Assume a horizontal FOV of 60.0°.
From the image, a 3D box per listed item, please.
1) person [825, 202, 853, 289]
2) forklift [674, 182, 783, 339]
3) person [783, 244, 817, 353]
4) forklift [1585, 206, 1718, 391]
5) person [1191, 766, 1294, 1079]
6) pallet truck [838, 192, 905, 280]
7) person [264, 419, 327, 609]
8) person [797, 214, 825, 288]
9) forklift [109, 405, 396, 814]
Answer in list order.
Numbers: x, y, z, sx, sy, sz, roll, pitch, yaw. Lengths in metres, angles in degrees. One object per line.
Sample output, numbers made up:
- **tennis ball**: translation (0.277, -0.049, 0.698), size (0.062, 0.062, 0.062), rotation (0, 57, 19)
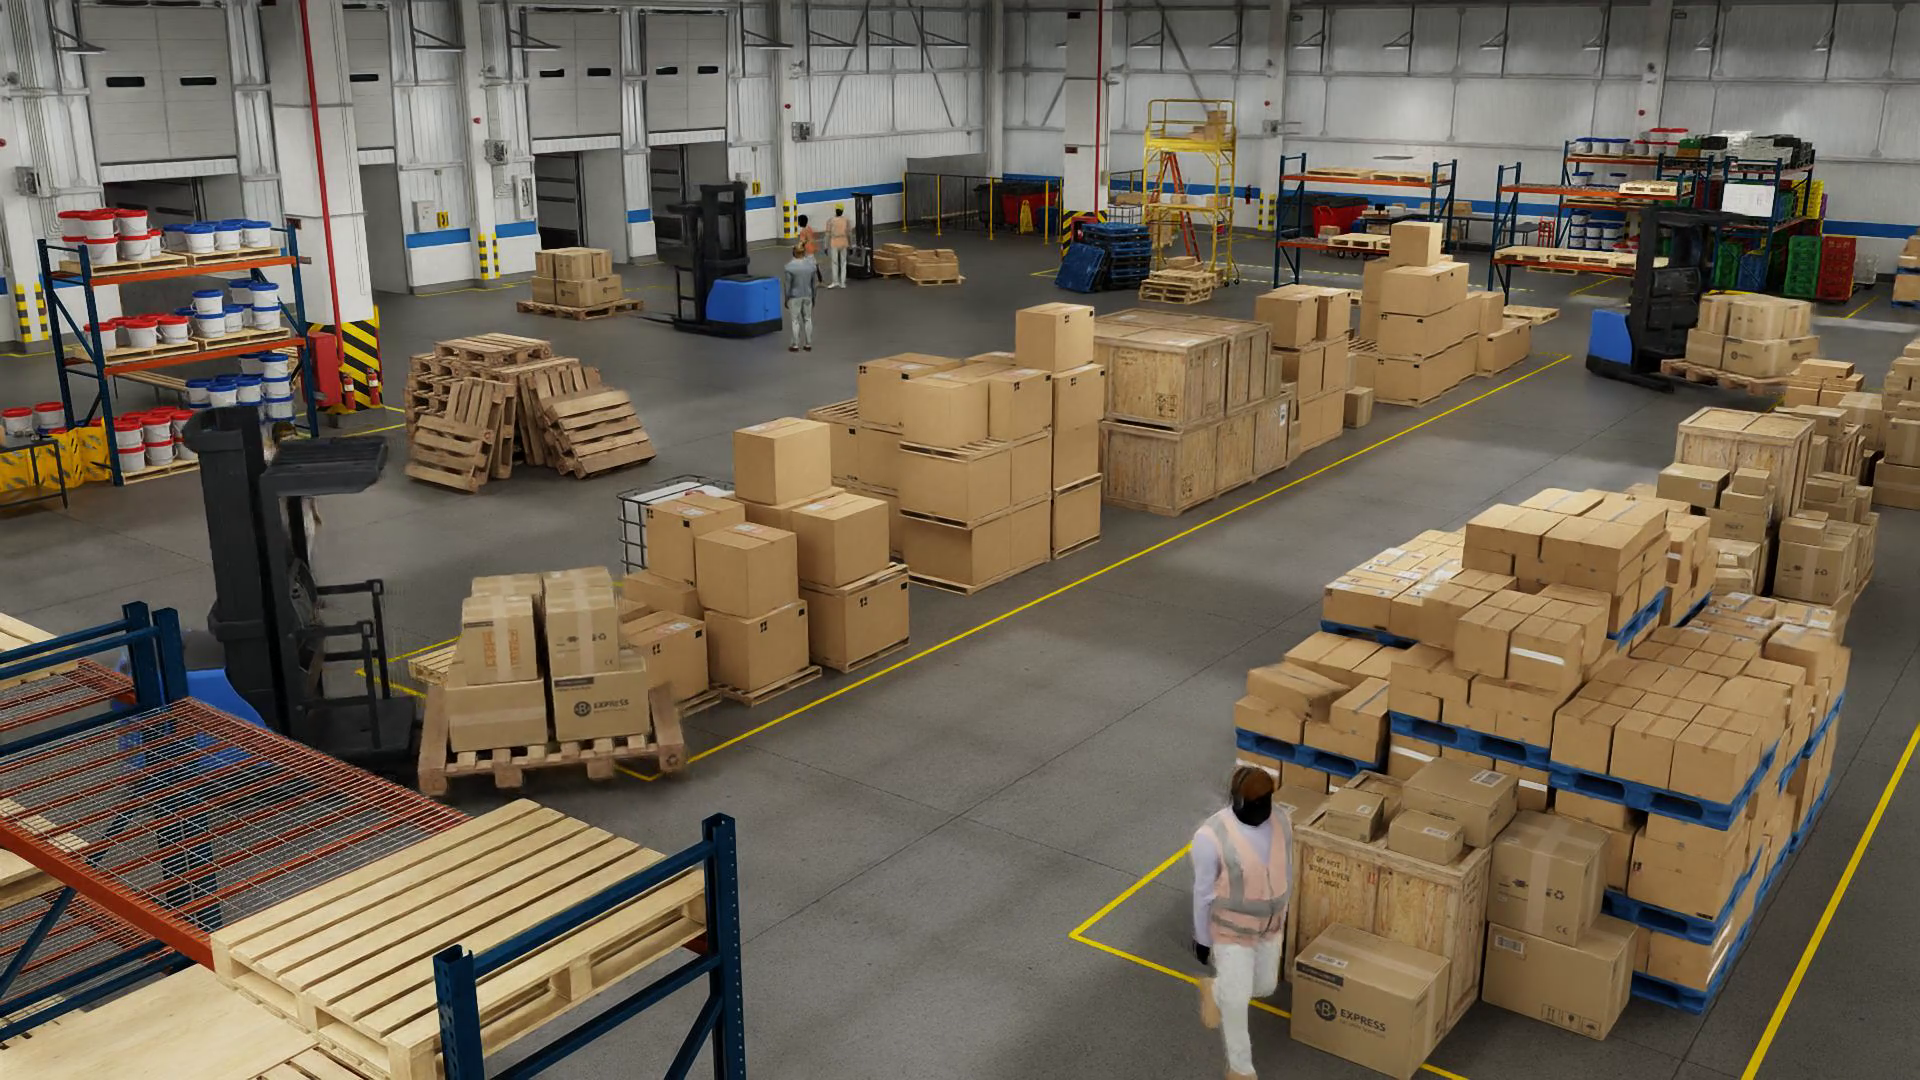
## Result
- **person**: translation (-2.707, -6.583, 37.232), size (0.634, 1.905, 0.511), rotation (-4, 17, -14)
- **forklift**: translation (-4.393, -5.327, 31.414), size (1.873, 2.768, 1.129), rotation (12, 21, 35)
- **person**: translation (-2.846, -4.308, 29.666), size (0.636, 1.931, 0.377), rotation (-9, 19, -28)
- **forklift**: translation (11.322, -3.991, 26.989), size (1.129, 2.768, 1.873), rotation (-6, 18, -20)
- **person**: translation (1.484, 2.023, 8.882), size (0.630, 1.824, 0.692), rotation (-9, 19, -27)
- **pallet truck**: translation (-1.936, -7.159, 38.982), size (1.885, 1.965, 0.823), rotation (-12, 21, -34)
- **person**: translation (-6.474, -0.224, 16.119), size (0.374, 1.941, 0.627), rotation (9, 19, 28)
- **person**: translation (-3.408, -6.462, 37.254), size (0.822, 1.651, 0.538), rotation (1, 17, 5)
- **forklift**: translation (-5.254, 0.456, 12.264), size (1.873, 2.768, 1.129), rotation (-4, 17, -14)
